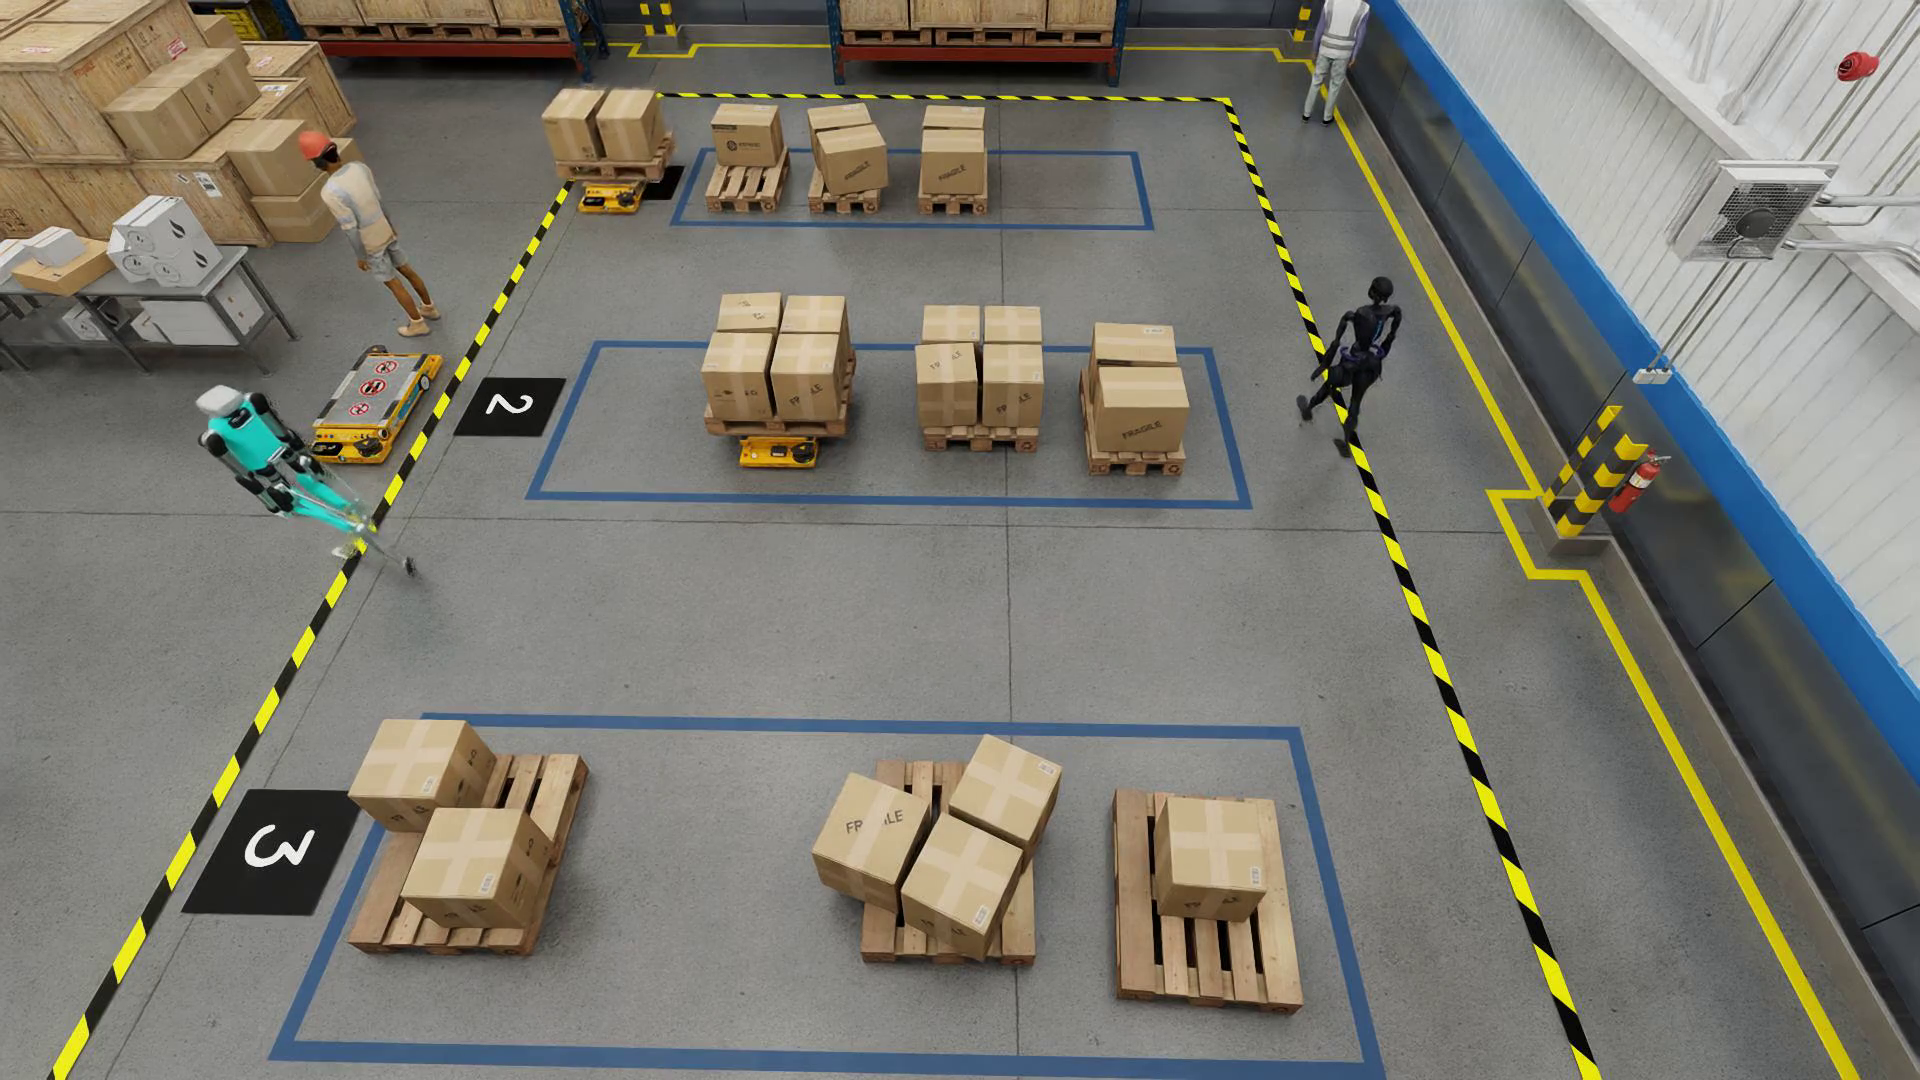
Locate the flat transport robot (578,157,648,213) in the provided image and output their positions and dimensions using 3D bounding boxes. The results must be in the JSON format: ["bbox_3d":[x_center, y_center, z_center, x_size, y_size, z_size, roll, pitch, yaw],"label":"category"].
[{"bbox_3d":[-4.107,-4.427,11.095,0.652,0.197,1.431,1,50,1],"label":"flat transport robot"}]

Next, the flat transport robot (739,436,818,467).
[{"bbox_3d":[-1.582,-1.235,8.394,0.652,0.197,1.431,1,50,1],"label":"flat transport robot"}]

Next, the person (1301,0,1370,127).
[{"bbox_3d":[4.752,-6.190,11.586,0.586,1.823,0.404,23,53,18],"label":"person"}]

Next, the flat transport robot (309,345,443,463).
[{"bbox_3d":[-5.383,-1.269,8.441,0.659,0.231,1.431,1,50,1],"label":"flat transport robot"}]

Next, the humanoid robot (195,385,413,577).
[{"bbox_3d":[-4.646,-0.355,6.727,0.922,1.786,0.556,9,50,8],"label":"humanoid robot"}]

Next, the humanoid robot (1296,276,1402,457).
[{"bbox_3d":[3.317,-1.516,7.747,0.593,1.625,0.759,-7,50,-6],"label":"humanoid robot"}]

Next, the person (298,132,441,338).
[{"bbox_3d":[-5.531,-2.823,8.603,0.406,2.031,0.607,5,50,4],"label":"person"}]
